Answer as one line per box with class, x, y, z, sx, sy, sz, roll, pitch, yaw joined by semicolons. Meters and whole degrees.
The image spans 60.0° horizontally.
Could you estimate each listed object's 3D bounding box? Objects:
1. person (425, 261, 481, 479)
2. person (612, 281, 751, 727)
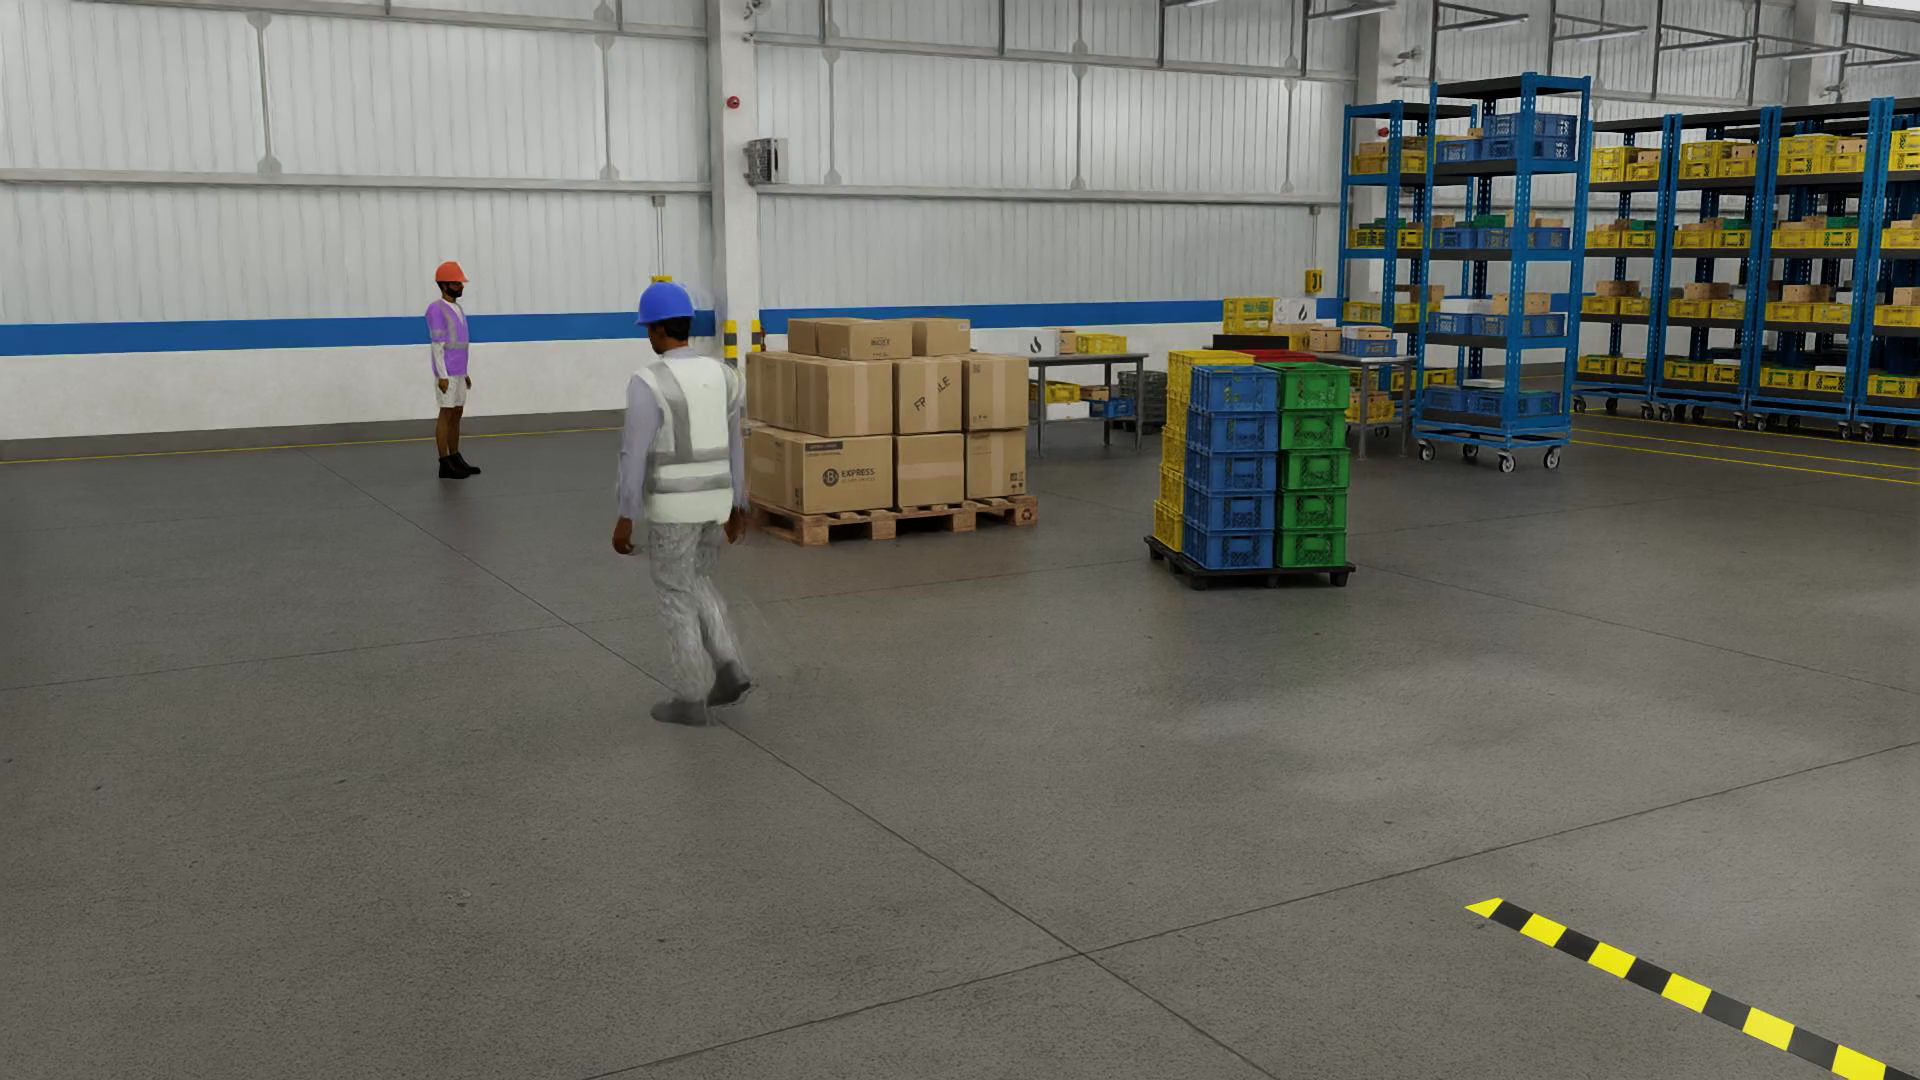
person;-4.557;-1.525;14.975;0.361;1.939;0.543;1;10;6
person;-1.212;-0.143;7.180;0.448;1.923;0.600;6;12;30
